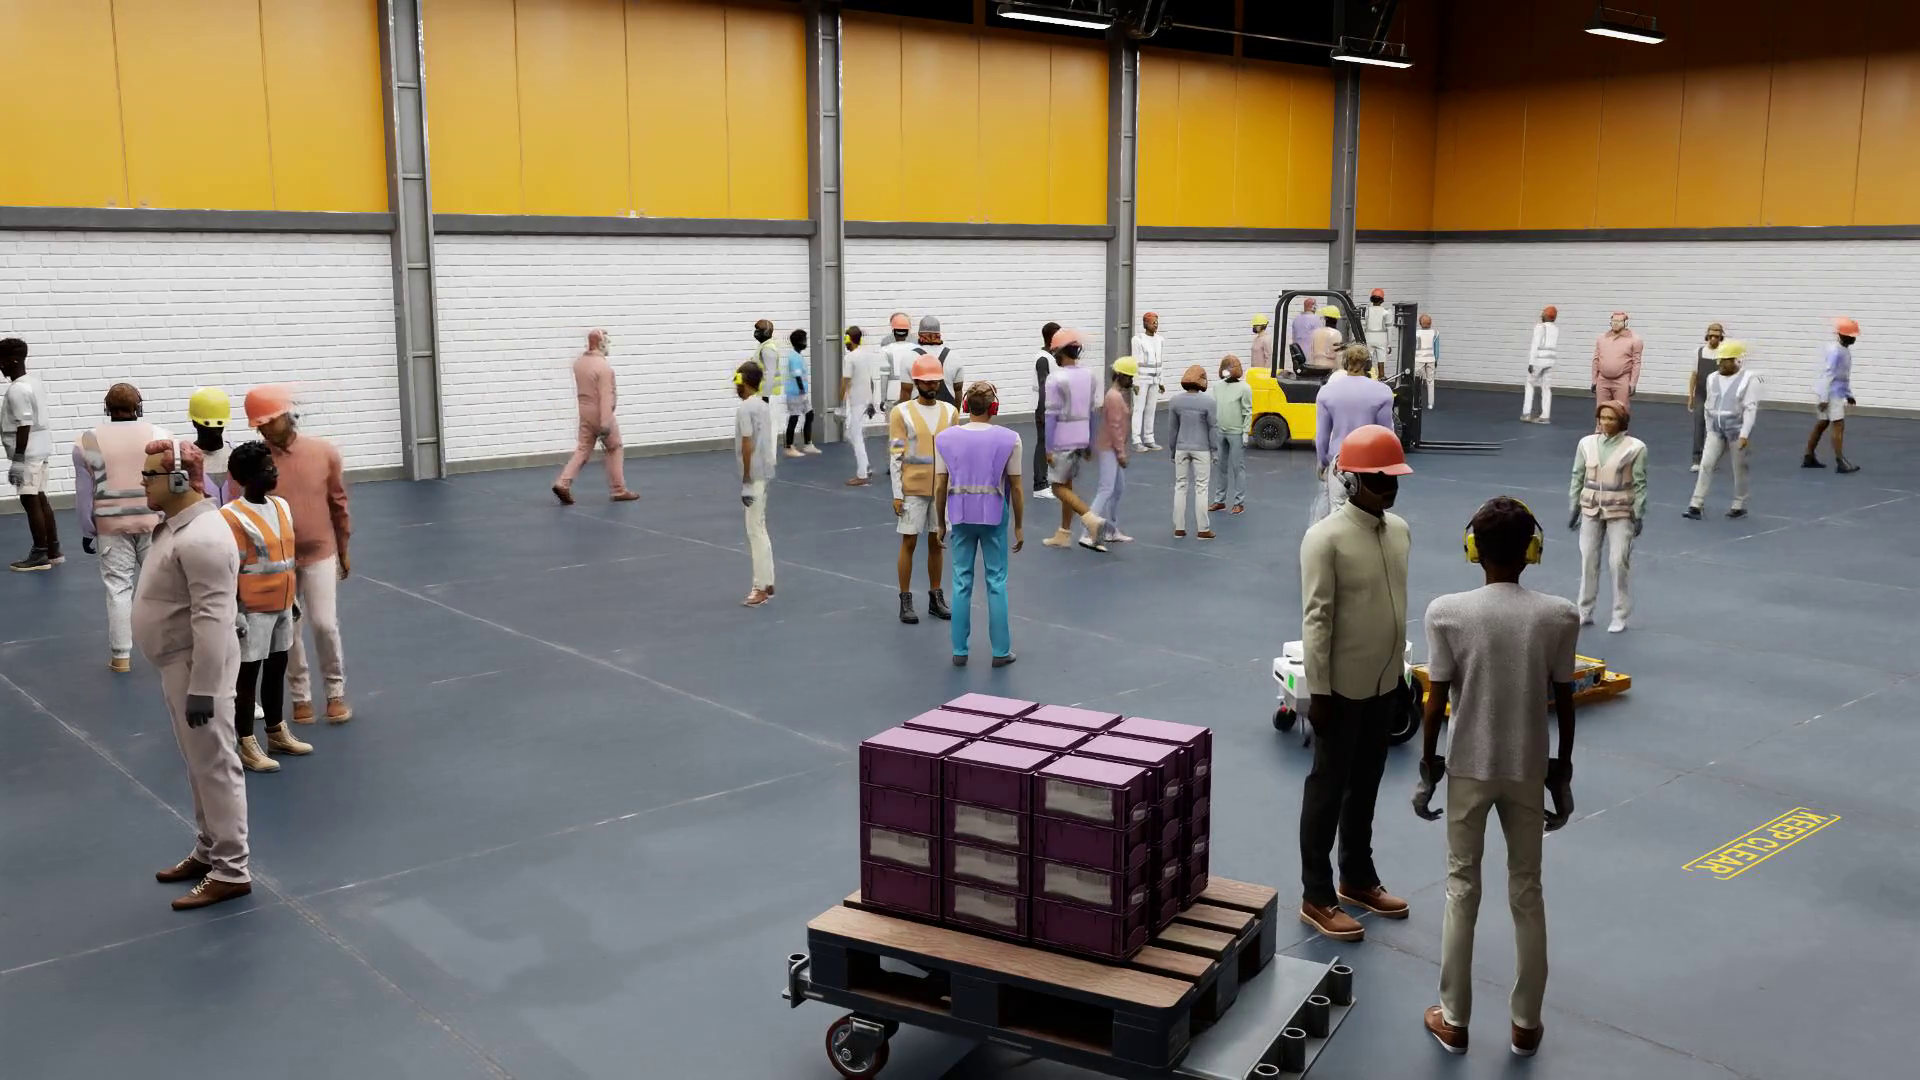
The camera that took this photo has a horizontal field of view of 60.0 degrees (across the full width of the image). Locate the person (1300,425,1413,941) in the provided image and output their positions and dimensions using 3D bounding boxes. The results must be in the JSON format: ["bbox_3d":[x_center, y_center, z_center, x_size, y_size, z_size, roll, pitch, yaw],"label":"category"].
[{"bbox_3d":[1.562,0.541,6.504,0.614,1.994,0.381,-9,13,-42],"label":"person"}]

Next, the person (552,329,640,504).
[{"bbox_3d":[-3.918,-1.313,17.715,0.638,1.876,0.907,9,13,44],"label":"person"}]

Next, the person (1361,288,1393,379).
[{"bbox_3d":[7.739,-3.660,30.960,0.608,2.044,0.373,4,10,20],"label":"person"}]

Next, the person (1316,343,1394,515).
[{"bbox_3d":[3.192,-0.619,13.476,0.627,1.935,0.370,4,11,23],"label":"person"}]

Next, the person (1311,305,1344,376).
[{"bbox_3d":[5.415,-2.500,24.543,0.446,1.912,0.594,-5,11,-25],"label":"person"}]

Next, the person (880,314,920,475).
[{"bbox_3d":[-0.704,-1.735,19.994,0.543,1.939,0.361,-2,10,-12],"label":"person"}]

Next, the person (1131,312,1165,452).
[{"bbox_3d":[2.547,-2.138,22.516,0.572,1.883,0.358,-8,12,-38],"label":"person"}]

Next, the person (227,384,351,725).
[{"bbox_3d":[-3.714,0.097,9.234,0.638,1.947,0.581,-4,10,-22],"label":"person"}]

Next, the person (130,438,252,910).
[{"bbox_3d":[-3.148,0.535,6.800,0.408,1.908,0.643,-6,11,-32],"label":"person"}]

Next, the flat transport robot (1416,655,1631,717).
[{"bbox_3d":[3.267,0.828,9.867,1.431,0.197,0.652,-6,12,-34],"label":"flat transport robot"}]

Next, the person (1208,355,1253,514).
[{"bbox_3d":[2.761,-1.082,17.063,0.277,1.632,0.507,-9,13,-43],"label":"person"}]

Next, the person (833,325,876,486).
[{"bbox_3d":[-1.202,-1.536,19.150,0.436,1.842,0.660,4,10,21],"label":"person"}]

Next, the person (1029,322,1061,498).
[{"bbox_3d":[0.945,-1.422,18.224,0.371,1.916,0.597,2,10,10],"label":"person"}]

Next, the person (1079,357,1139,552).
[{"bbox_3d":[1.365,-0.782,15.037,0.472,1.737,0.689,1,10,6],"label":"person"}]

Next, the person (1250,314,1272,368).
[{"bbox_3d":[4.484,-2.496,24.960,0.315,1.767,0.535,-2,10,-13],"label":"person"}]

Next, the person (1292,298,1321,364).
[{"bbox_3d":[6.117,-3.285,29.169,0.407,1.904,0.654,-6,11,-30],"label":"person"}]

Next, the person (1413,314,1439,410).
[{"bbox_3d":[7.960,-3.042,28.524,0.511,1.641,0.308,-1,10,-5],"label":"person"}]

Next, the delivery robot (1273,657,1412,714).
[{"bbox_3d":[2.089,0.767,9.119,0.707,0.478,0.477,-1,10,-5],"label":"delivery robot"}]

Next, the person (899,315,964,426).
[{"bbox_3d":[-0.329,-1.312,17.219,0.690,2.000,0.538,-3,10,-19],"label":"person"}]

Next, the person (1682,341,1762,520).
[{"bbox_3d":[7.587,-1.070,16.523,0.840,1.791,0.607,-7,12,-35],"label":"person"}]

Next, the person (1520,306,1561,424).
[{"bbox_3d":[9.206,-2.769,26.345,0.668,1.840,0.611,-4,10,-21],"label":"person"}]

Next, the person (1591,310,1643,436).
[{"bbox_3d":[8.813,-2.133,22.408,0.643,1.913,0.410,9,13,41],"label":"person"}]

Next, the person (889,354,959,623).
[{"bbox_3d":[-0.237,-0.370,12.006,0.543,1.939,0.360,-5,11,-25],"label":"person"}]

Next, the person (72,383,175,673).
[{"bbox_3d":[-5.259,-0.080,10.590,0.633,1.842,0.429,-5,11,-28],"label":"person"}]

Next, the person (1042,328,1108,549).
[{"bbox_3d":[1.023,-0.867,14.750,0.613,2.008,0.752,-9,13,-43],"label":"person"}]

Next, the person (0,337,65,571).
[{"bbox_3d":[-7.856,-0.719,13.994,0.428,1.964,0.646,-3,10,-16],"label":"person"}]

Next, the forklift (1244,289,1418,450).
[{"bbox_3d":[5.034,-2.339,22.783,2.313,2.155,1.214,3,10,16],"label":"forklift"}]

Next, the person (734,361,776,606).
[{"bbox_3d":[-1.607,-0.432,12.696,0.351,1.836,0.689,2,10,12],"label":"person"}]

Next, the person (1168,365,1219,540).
[{"bbox_3d":[2.179,-0.818,15.520,0.499,1.633,0.281,6,11,31],"label":"person"}]

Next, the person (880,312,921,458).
[{"bbox_3d":[-0.774,-1.993,21.589,0.623,1.914,0.534,4,10,21],"label":"person"}]

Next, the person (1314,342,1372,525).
[{"bbox_3d":[3.347,-0.777,14.533,0.534,1.889,0.680,-2,10,-9],"label":"person"}]

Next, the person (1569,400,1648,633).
[{"bbox_3d":[4.559,-0.173,11.723,0.311,1.638,0.522,-9,13,-43],"label":"person"}]

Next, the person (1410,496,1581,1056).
[{"bbox_3d":[1.761,0.780,5.493,0.520,1.865,0.327,1,10,8],"label":"person"}]

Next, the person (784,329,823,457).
[{"bbox_3d":[-2.031,-1.908,21.767,0.577,1.681,0.545,1,10,3],"label":"person"}]

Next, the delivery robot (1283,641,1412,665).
[{"bbox_3d":[2.224,0.690,9.568,0.707,0.478,0.477,-3,10,-18],"label":"delivery robot"}]

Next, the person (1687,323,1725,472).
[{"bbox_3d":[9.229,-1.755,20.446,0.515,1.829,0.725,7,12,35],"label":"person"}]

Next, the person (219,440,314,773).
[{"bbox_3d":[-3.597,0.336,8.581,0.316,1.696,0.540,2,10,12],"label":"person"}]

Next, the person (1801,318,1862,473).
[{"bbox_3d":[10.733,-1.765,20.374,0.767,1.885,0.601,7,12,36],"label":"person"}]

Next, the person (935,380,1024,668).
[{"bbox_3d":[0.122,-0.094,10.658,0.570,1.843,0.372,2,10,9],"label":"person"}]

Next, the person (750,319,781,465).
[{"bbox_3d":[-2.469,-1.860,21.002,0.429,1.846,0.633,-1,10,-8],"label":"person"}]

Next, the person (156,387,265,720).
[{"bbox_3d":[-4.170,0.096,9.339,0.586,1.917,0.380,-10,14,-44],"label":"person"}]
